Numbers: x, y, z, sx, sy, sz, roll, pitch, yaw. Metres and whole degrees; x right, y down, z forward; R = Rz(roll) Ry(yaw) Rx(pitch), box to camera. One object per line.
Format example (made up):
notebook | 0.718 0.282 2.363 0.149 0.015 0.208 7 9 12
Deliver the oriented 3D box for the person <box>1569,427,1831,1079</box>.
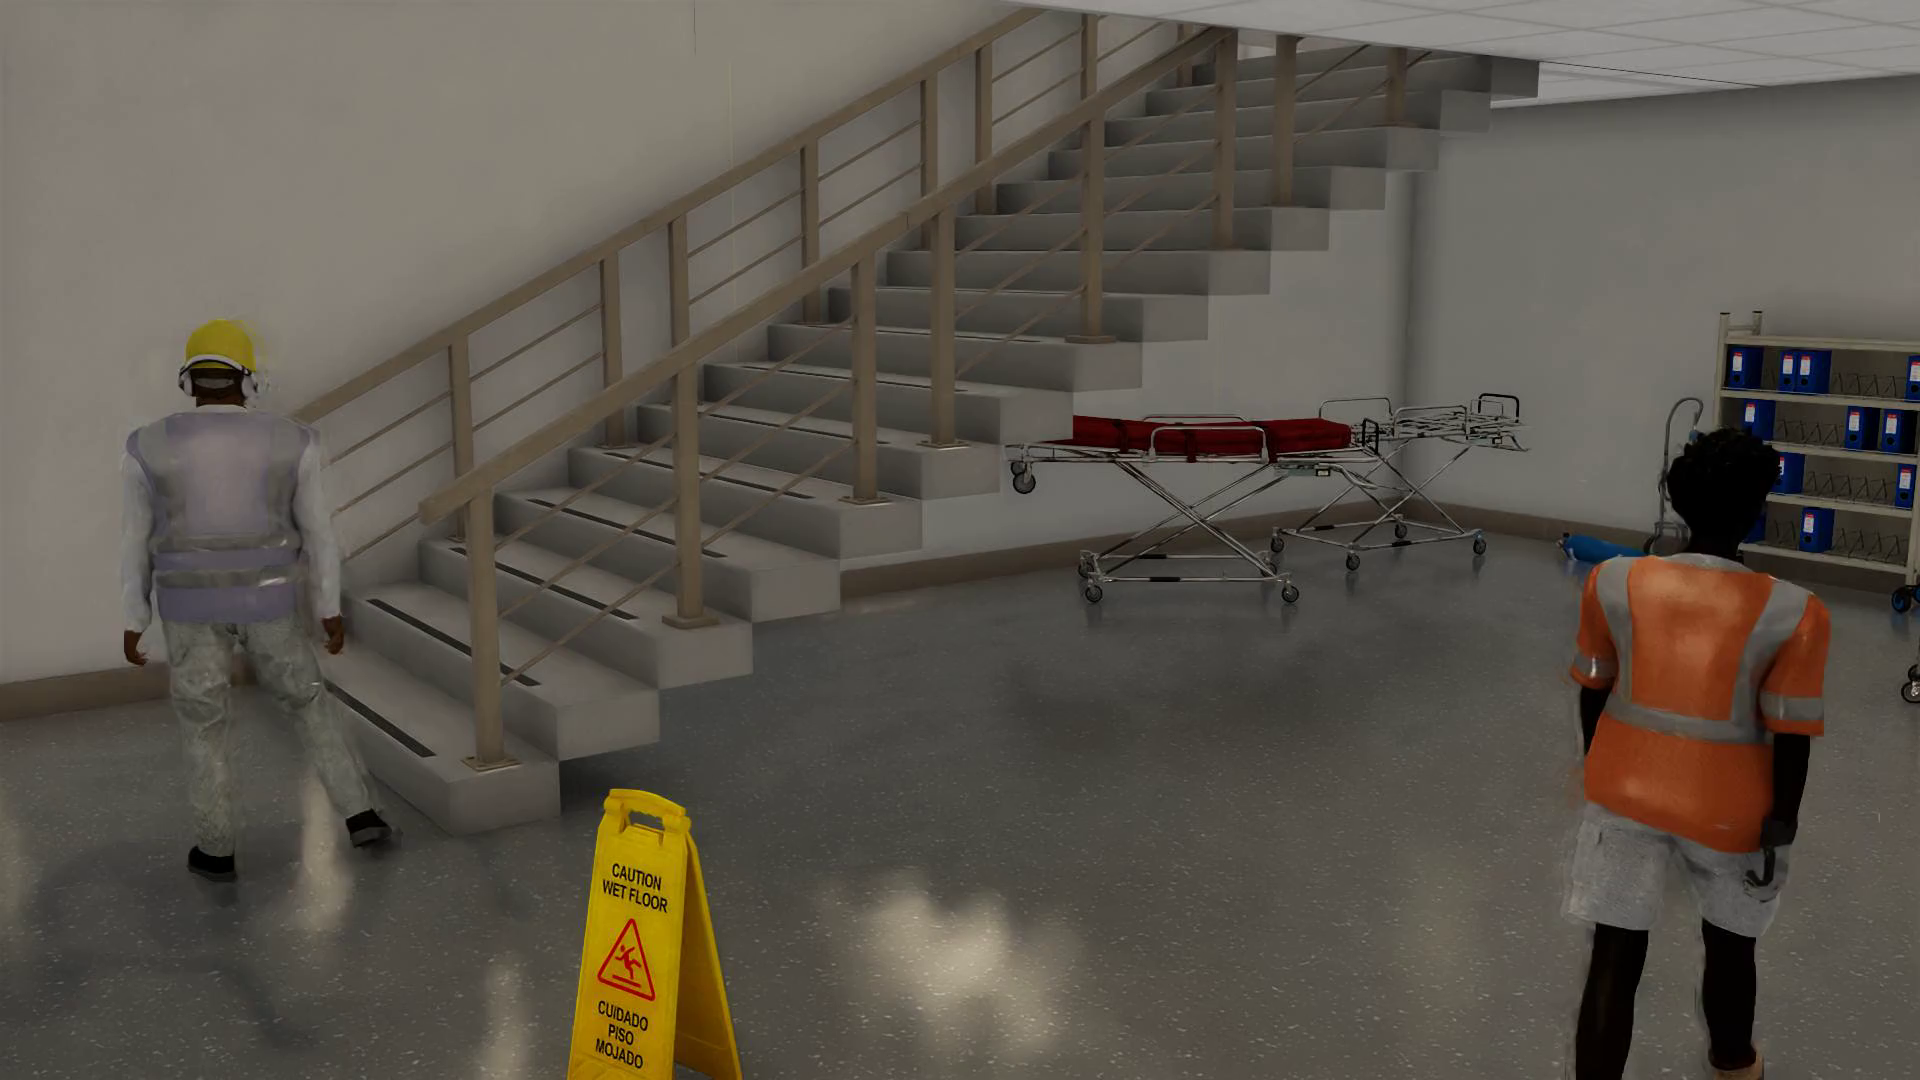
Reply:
person | 1.592 0.576 3.660 0.536 1.648 0.889 7 12 34

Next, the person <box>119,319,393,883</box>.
person | -2.314 0.193 5.417 0.765 1.801 0.487 -5 11 -28
